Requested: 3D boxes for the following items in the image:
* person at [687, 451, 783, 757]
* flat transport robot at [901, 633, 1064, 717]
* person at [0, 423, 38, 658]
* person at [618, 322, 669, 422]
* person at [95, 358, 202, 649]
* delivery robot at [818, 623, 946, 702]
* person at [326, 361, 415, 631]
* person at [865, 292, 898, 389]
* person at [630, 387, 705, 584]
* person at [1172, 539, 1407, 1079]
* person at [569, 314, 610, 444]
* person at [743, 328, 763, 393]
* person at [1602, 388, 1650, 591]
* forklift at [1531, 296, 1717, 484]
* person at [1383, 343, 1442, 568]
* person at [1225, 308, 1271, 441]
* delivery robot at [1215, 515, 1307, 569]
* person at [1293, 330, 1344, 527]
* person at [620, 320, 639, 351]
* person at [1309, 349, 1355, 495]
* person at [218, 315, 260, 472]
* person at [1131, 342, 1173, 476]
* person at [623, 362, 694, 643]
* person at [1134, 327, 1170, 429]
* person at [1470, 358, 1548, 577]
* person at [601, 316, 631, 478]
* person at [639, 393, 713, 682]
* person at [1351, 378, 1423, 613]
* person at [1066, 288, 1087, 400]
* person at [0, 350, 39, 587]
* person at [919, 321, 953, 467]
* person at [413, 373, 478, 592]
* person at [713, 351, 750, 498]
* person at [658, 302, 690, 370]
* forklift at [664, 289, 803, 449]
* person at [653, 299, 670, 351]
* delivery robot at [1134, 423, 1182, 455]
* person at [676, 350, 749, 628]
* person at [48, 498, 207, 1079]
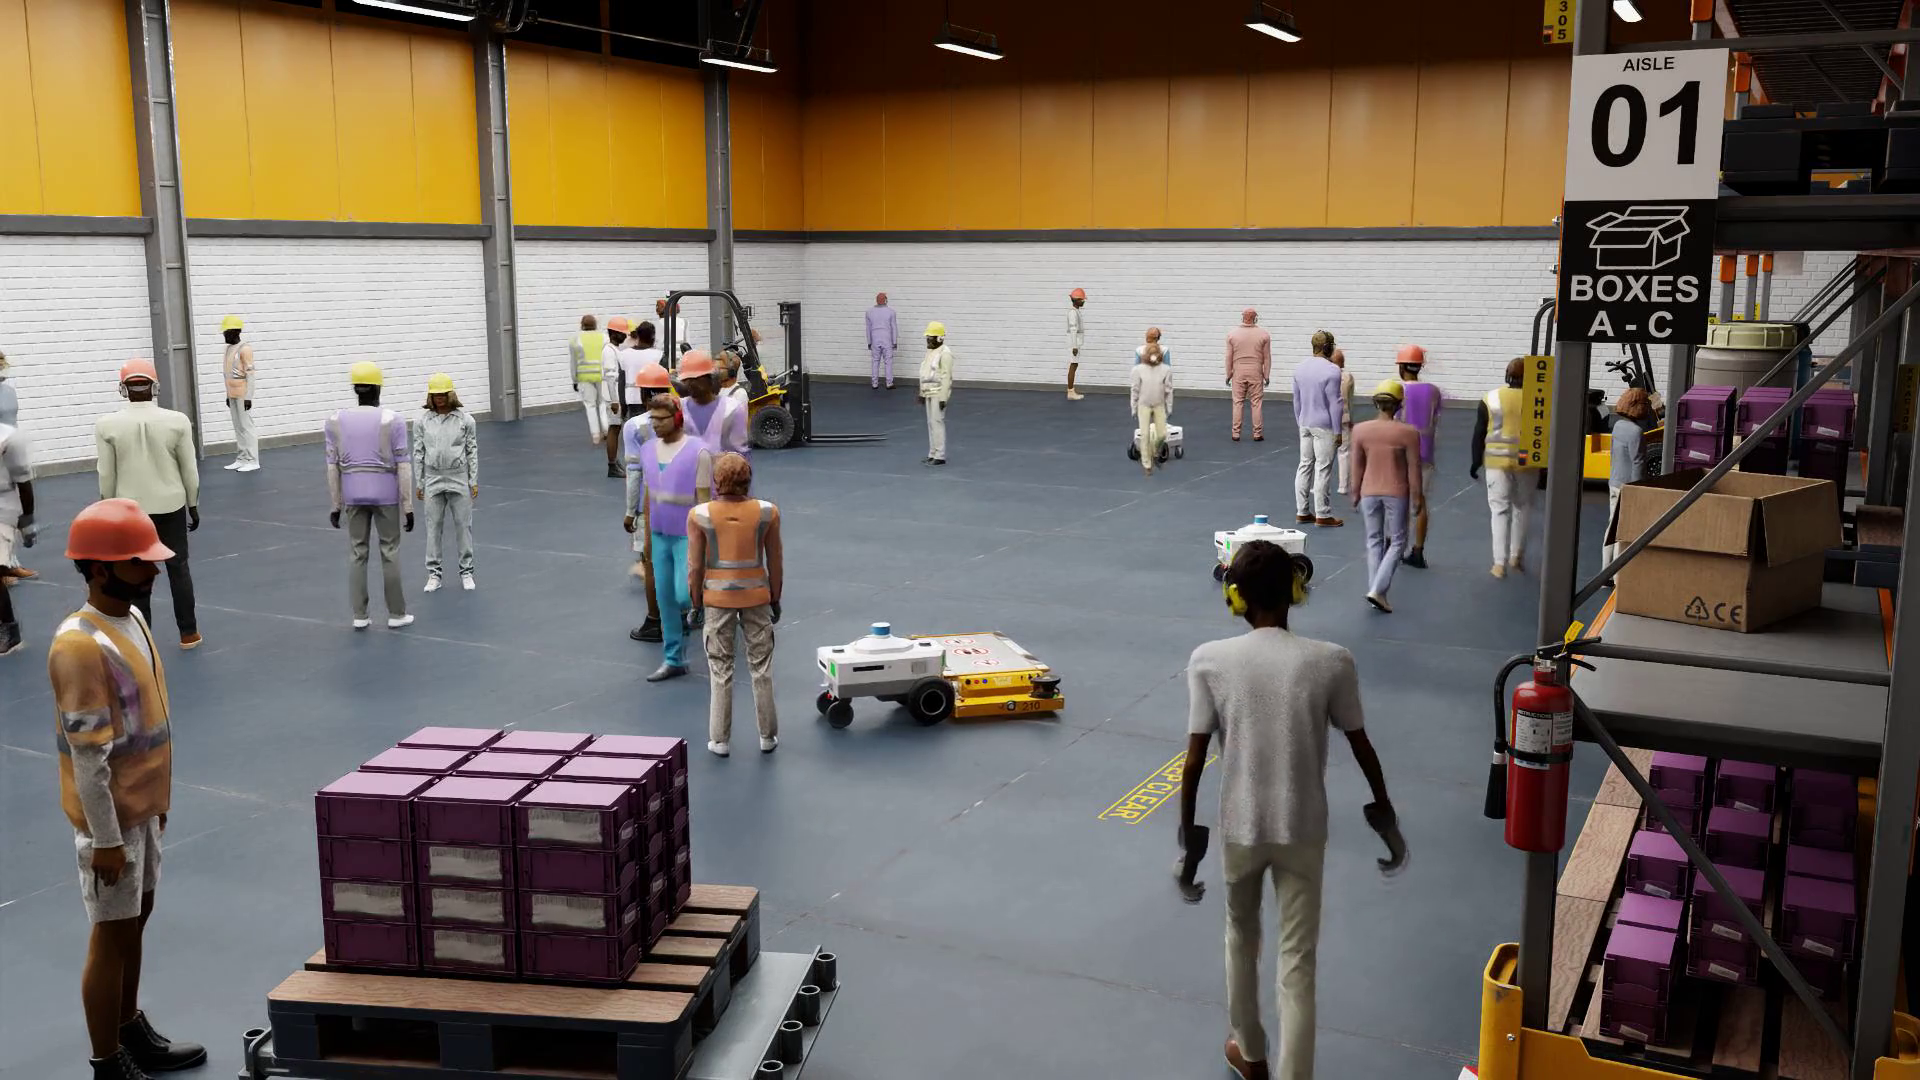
[{"bbox_3d":[-1.198,0.346,8.884,0.514,1.641,0.315,-2,10,-14],"label":"person"},{"bbox_3d":[0.101,0.796,10.240,0.652,0.197,1.431,-3,10,-16],"label":"flat transport robot"},{"bbox_3d":[-6.379,-0.117,10.723,0.614,1.923,0.977,1,10,4],"label":"person"},{"bbox_3d":[-3.597,-1.511,18.930,0.617,1.917,0.377,3,10,16],"label":"person"},{"bbox_3d":[-5.447,-0.229,11.205,0.608,1.989,0.386,-5,11,-25],"label":"person"},{"bbox_3d":[-0.453,0.721,9.584,0.707,0.478,0.477,-3,10,-18],"label":"delivery robot"},{"bbox_3d":[-4.209,-0.305,11.881,0.625,1.922,0.482,0,10,0],"label":"person"},{"bbox_3d":[-1.530,-3.921,32.821,0.644,1.908,0.408,2,10,13],"label":"person"},{"bbox_3d":[-2.256,-0.431,13.308,0.790,1.663,0.534,-6,11,-31],"label":"person"},{"bbox_3d":[1.024,0.911,5.104,0.685,1.813,0.839,3,10,15],"label":"person"},{"bbox_3d":[-5.191,-2.265,23.479,0.640,1.818,0.474,-4,10,-20],"label":"person"},{"bbox_3d":[-2.993,-2.369,24.786,0.914,1.578,0.509,-4,10,-21],"label":"person"},{"bbox_3d":[5.287,-0.389,13.164,0.280,1.633,0.502,0,10,0],"label":"person"},{"bbox_3d":[7.296,-1.677,18.993,2.313,2.155,1.214,5,11,27],"label":"forklift"},{"bbox_3d":[3.844,-0.725,14.302,0.562,1.917,0.606,-2,10,-12],"label":"person"},{"bbox_3d":[4.118,-2.361,23.786,0.645,1.907,0.400,2,10,13],"label":"person"},{"bbox_3d":[2.439,0.042,13.513,0.707,0.478,0.477,-2,10,-10],"label":"delivery robot"},{"bbox_3d":[3.532,-1.093,16.356,0.372,1.940,0.631,-6,11,-30],"label":"person"},{"bbox_3d":[-4.747,-2.414,24.672,0.583,1.706,0.759,-5,11,-28],"label":"person"},{"bbox_3d":[4.147,-1.311,18.508,0.530,1.630,0.364,-4,11,-24],"label":"person"},{"bbox_3d":[-8.908,-1.806,20.517,0.594,1.924,0.372,9,13,42],"label":"person"},{"bbox_3d":[2.321,-1.588,20.145,0.513,1.624,0.386,0,10,-1],"label":"person"},{"bbox_3d":[-2.101,-0.259,11.528,0.360,1.938,0.546,9,14,43],"label":"person"},{"bbox_3d":[2.727,-2.202,23.634,0.514,1.640,0.315,3,10,17],"label":"person"},{"bbox_3d":[4.637,-0.625,14.022,0.642,1.811,0.848,2,10,10],"label":"person"},{"bbox_3d":[-4.111,-1.715,19.984,0.371,1.928,0.543,-1,10,-5],"label":"person"},{"bbox_3d":[-1.736,-0.025,10.499,0.604,1.821,0.541,6,12,32],"label":"person"},{"bbox_3d":[3.176,-0.323,12.433,0.536,1.759,0.475,6,11,31],"label":"person"},{"bbox_3d":[2.144,-3.587,30.496,0.386,2.039,0.616,1,10,6],"label":"person"},{"bbox_3d":[-7.791,-0.594,13.465,0.354,1.936,0.636,0,10,0],"label":"person"},{"bbox_3d":[-0.308,-1.840,21.001,0.405,1.831,0.597,-4,11,-22],"label":"person"},{"bbox_3d":[-4.082,-0.455,13.224,0.493,1.743,0.298,-2,10,-13],"label":"person"},{"bbox_3d":[-2.000,-0.717,14.449,0.346,1.847,0.506,-6,11,-30],"label":"person"},{"bbox_3d":[-4.866,-3.127,28.293,0.605,1.882,0.352,-8,12,-38],"label":"person"},{"bbox_3d":[-3.358,-2.392,23.136,2.313,2.155,1.214,-1,10,-5],"label":"forklift"},{"bbox_3d":[-5.156,-3.227,28.864,0.355,1.885,0.576,-9,13,-42],"label":"person"},{"bbox_3d":[2.578,-1.353,21.587,0.477,0.478,0.707,8,13,40],"label":"delivery robot"},{"bbox_3d":[-1.801,-0.351,11.879,0.611,2.008,0.660,1,10,5],"label":"person"},{"bbox_3d":[-2.612,0.826,5.247,0.376,1.936,0.549,-2,10,-12],"label":"person"}]
